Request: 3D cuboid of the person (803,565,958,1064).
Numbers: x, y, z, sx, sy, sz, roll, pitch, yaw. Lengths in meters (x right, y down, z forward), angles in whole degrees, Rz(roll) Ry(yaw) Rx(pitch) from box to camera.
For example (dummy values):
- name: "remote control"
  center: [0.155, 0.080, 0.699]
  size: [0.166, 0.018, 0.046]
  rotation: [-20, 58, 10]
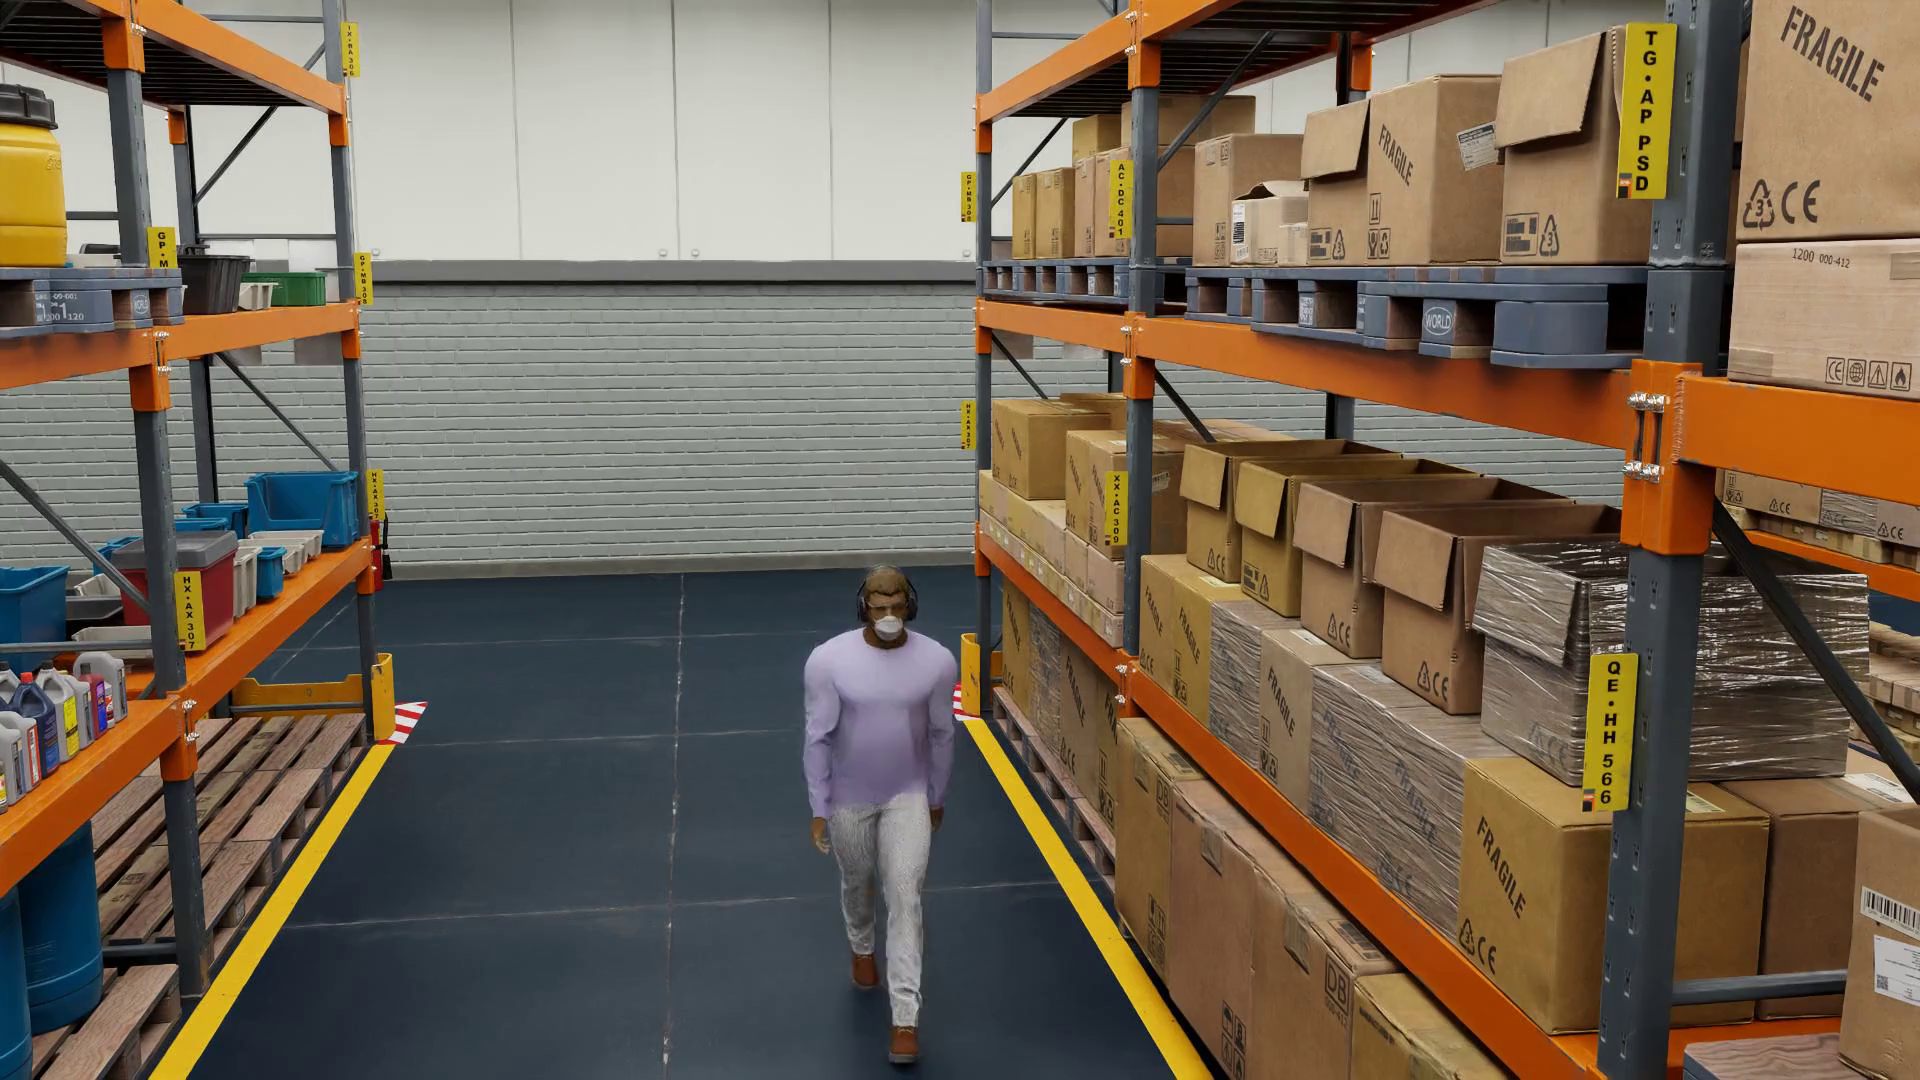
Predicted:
- name: "person"
  center: [-0.317, 1.023, 6.694]
  size: [0.627, 1.893, 1.042]
  rotation: [-1, 9, -6]
